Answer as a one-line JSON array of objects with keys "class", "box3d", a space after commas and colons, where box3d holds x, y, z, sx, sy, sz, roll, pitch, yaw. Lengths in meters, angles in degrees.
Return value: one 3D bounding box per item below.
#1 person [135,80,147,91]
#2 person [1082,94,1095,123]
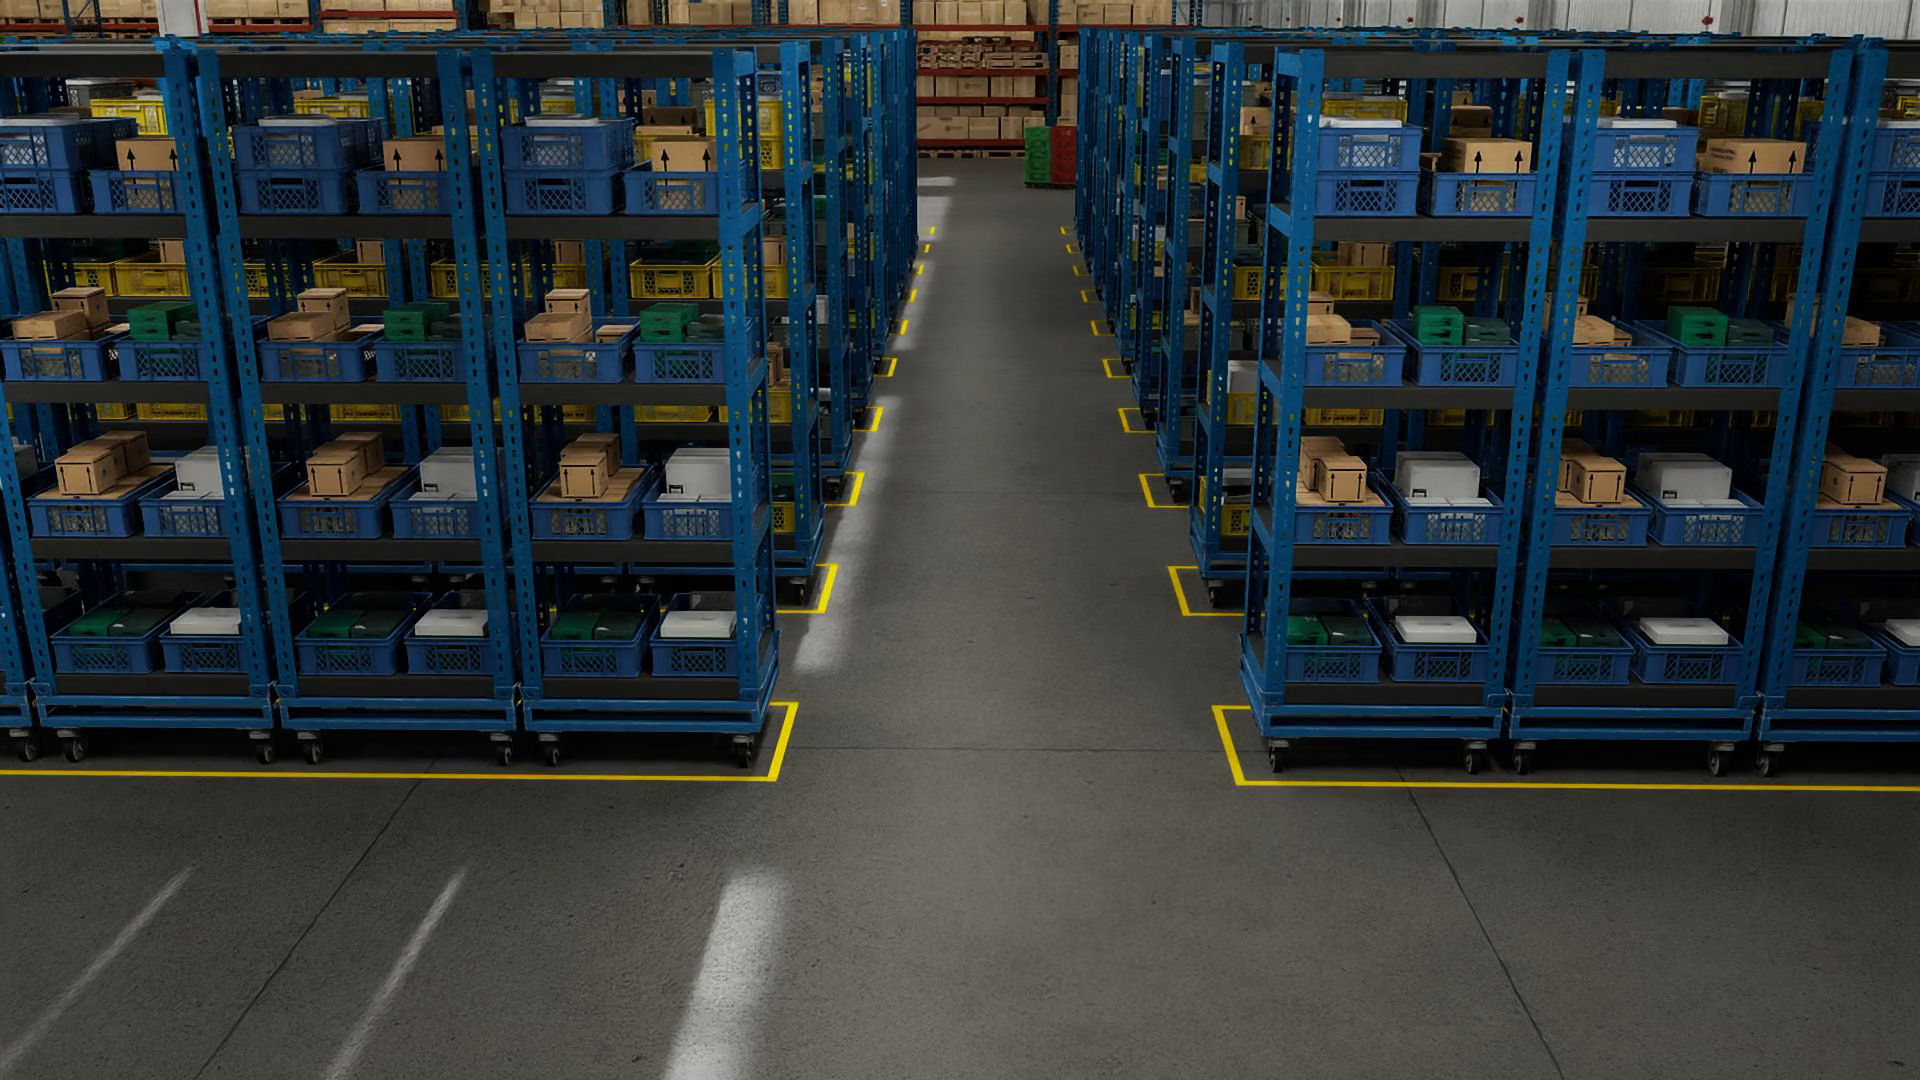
[{"class": "person", "box3d": [-26.896, -14.201, 54.713, 0.636, 1.788, 0.976, -1, 17, -2]}, {"class": "person", "box3d": [3.330, -10.495, 42.568, 0.611, 1.985, 0.415, -1, 17, -5]}]
